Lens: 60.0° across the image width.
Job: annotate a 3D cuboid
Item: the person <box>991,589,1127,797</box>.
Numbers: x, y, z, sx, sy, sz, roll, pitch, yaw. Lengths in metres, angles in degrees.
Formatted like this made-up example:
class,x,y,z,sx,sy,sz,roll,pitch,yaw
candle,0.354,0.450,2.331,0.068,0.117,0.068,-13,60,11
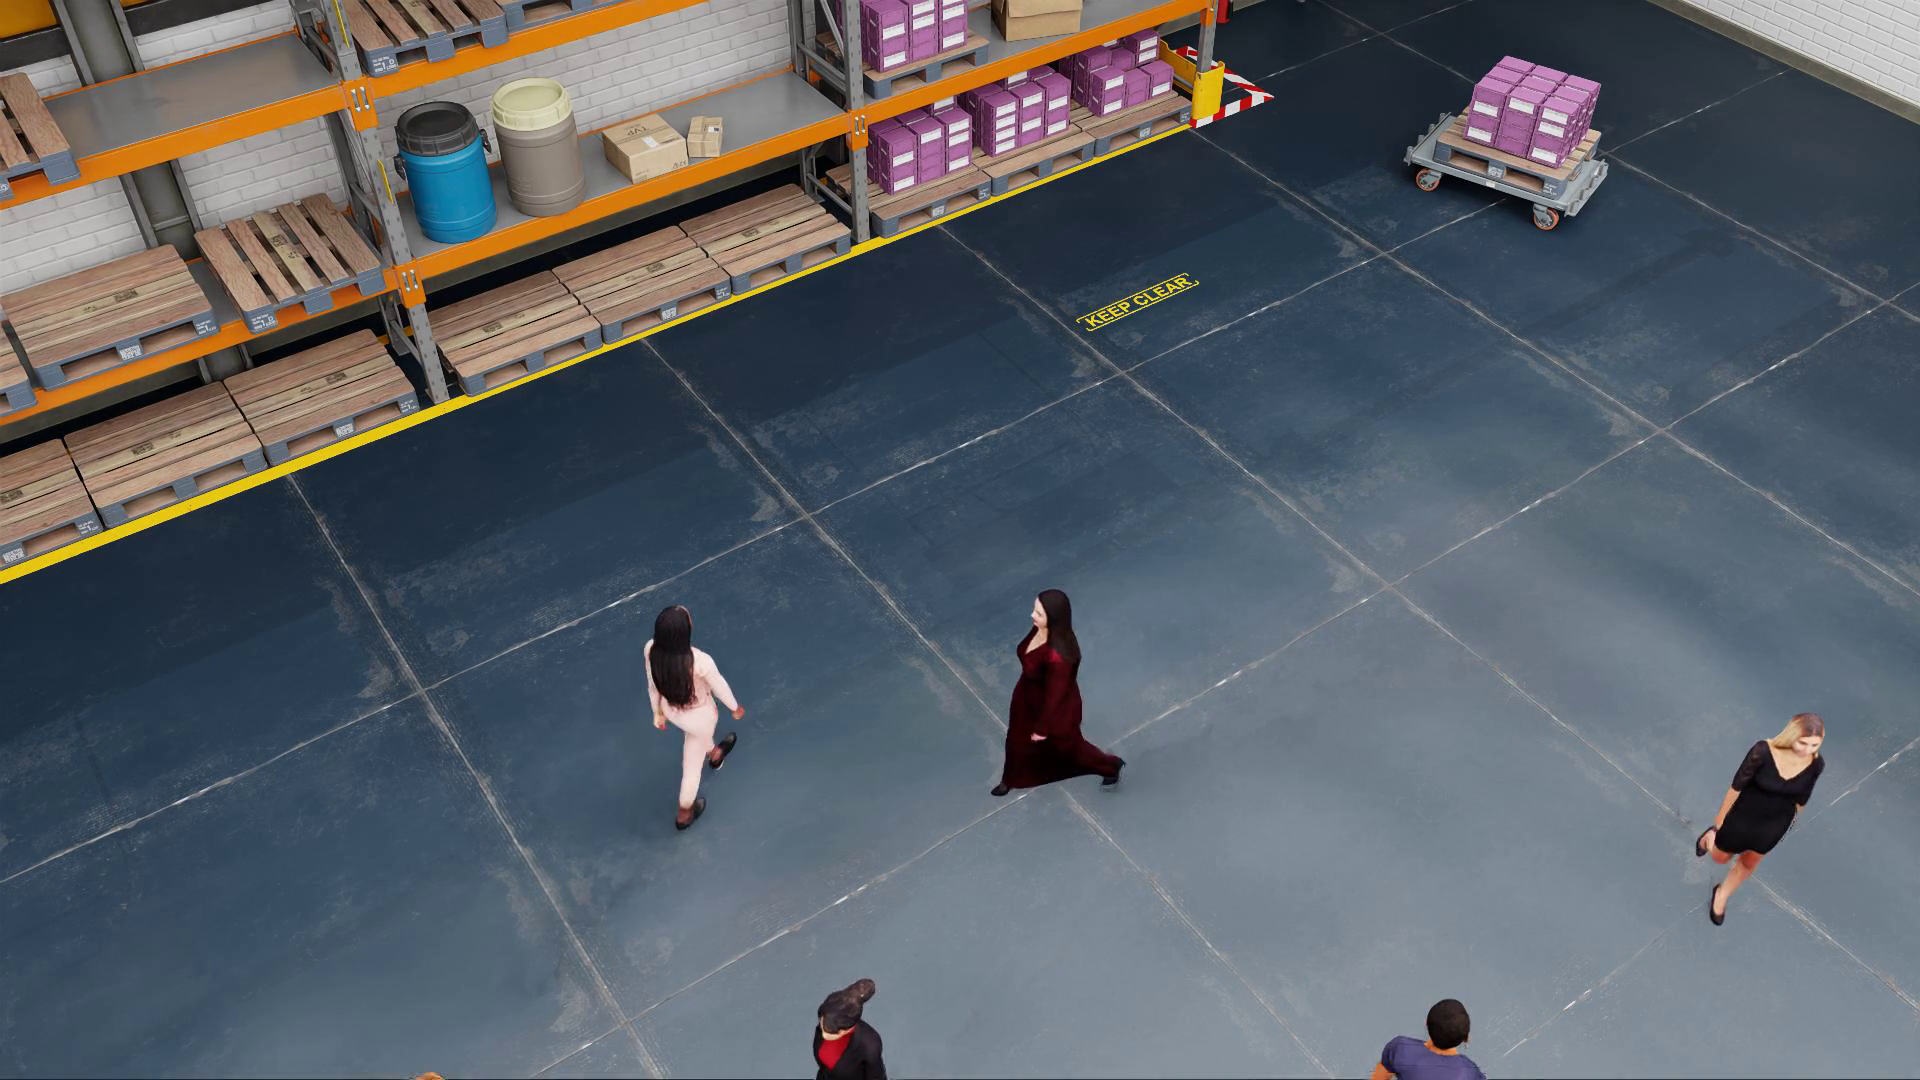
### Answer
class,x,y,z,sx,sy,sz,roll,pitch,yaw
person,0.632,0.953,9.890,1.170,1.725,0.903,-12,45,-12

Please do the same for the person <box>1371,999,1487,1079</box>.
class,x,y,z,sx,sy,sz,roll,pitch,yaw
person,2.165,2.817,7.894,0.791,1.780,0.805,16,46,16

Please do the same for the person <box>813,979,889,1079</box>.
class,x,y,z,sx,sy,sz,roll,pitch,yaw
person,-0.473,2.630,8.231,0.789,1.585,1.152,31,51,28

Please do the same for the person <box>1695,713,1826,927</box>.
class,x,y,z,sx,sy,sz,roll,pitch,yaw
person,4.470,1.496,9.362,0.806,1.666,0.869,8,44,8

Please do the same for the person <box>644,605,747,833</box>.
class,x,y,z,sx,sy,sz,roll,pitch,yaw
person,-1.630,1.097,9.764,0.882,1.690,1.081,23,48,22
